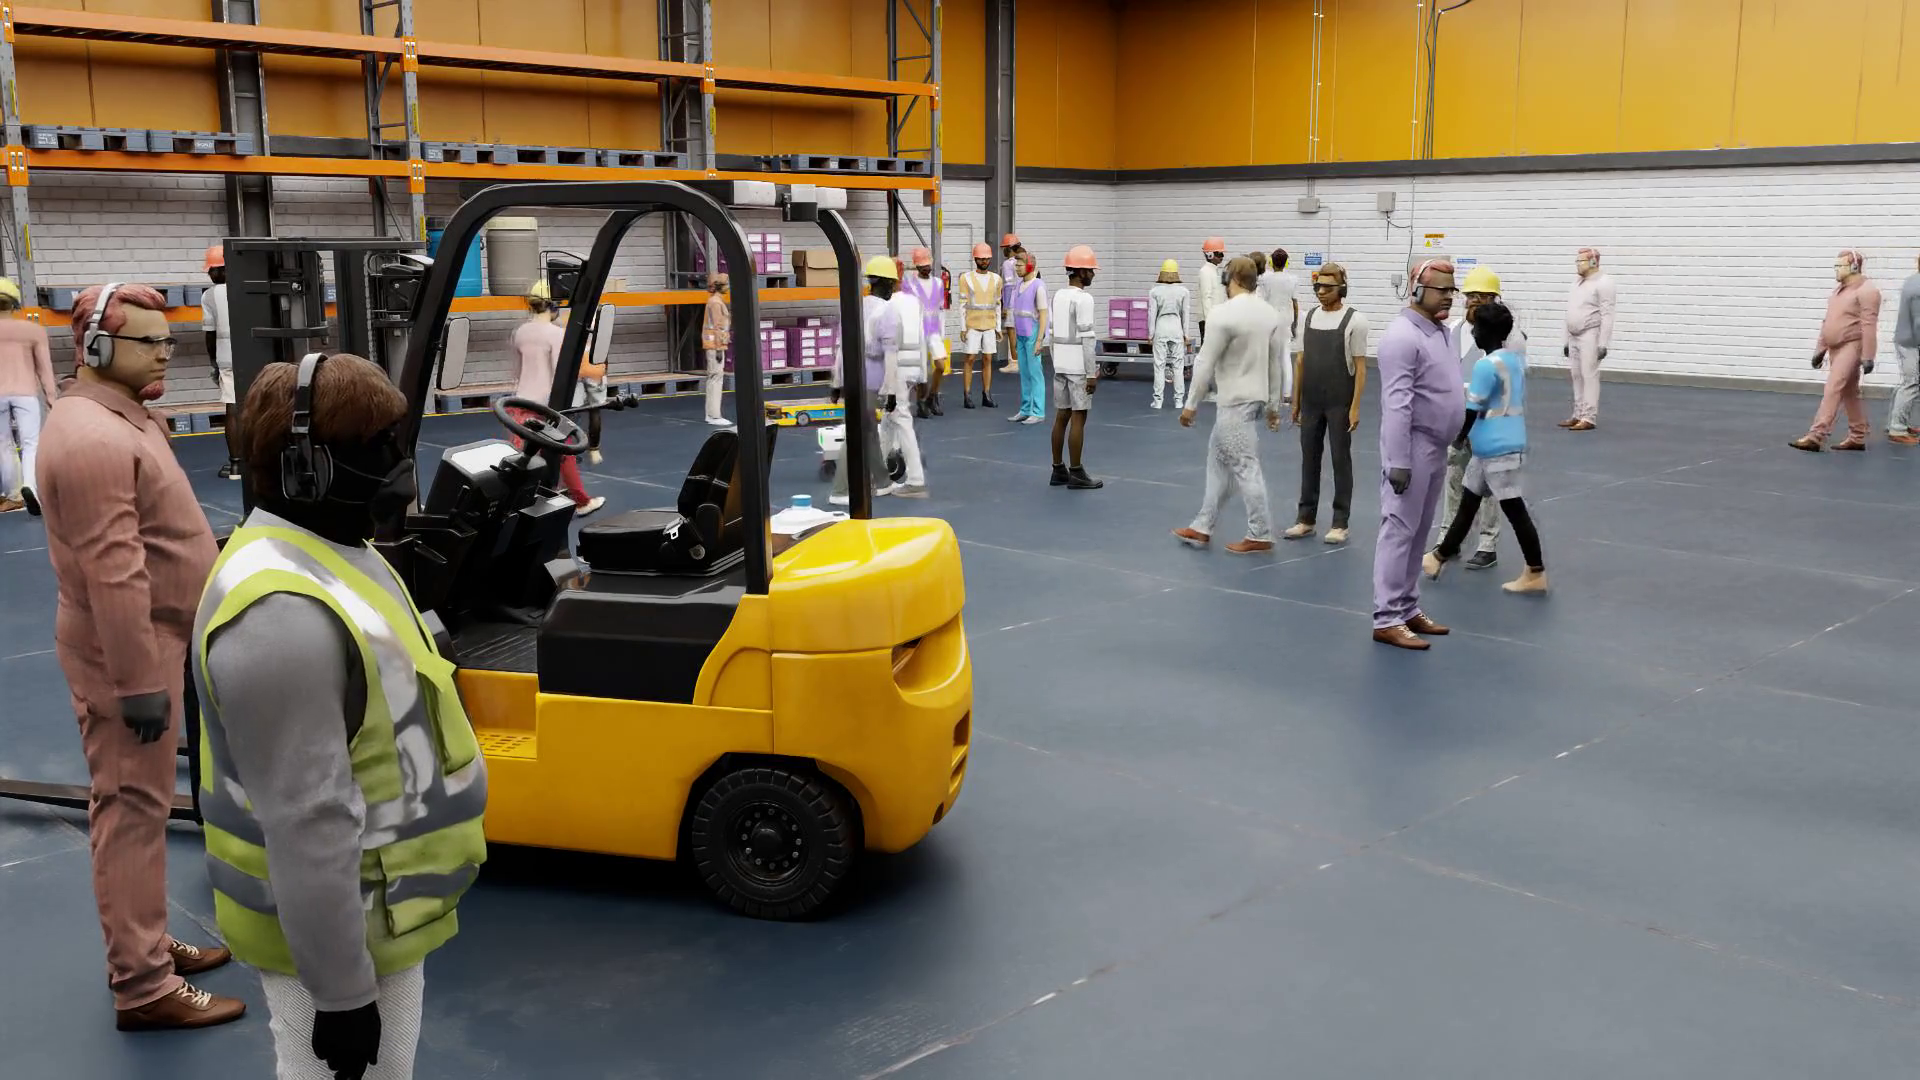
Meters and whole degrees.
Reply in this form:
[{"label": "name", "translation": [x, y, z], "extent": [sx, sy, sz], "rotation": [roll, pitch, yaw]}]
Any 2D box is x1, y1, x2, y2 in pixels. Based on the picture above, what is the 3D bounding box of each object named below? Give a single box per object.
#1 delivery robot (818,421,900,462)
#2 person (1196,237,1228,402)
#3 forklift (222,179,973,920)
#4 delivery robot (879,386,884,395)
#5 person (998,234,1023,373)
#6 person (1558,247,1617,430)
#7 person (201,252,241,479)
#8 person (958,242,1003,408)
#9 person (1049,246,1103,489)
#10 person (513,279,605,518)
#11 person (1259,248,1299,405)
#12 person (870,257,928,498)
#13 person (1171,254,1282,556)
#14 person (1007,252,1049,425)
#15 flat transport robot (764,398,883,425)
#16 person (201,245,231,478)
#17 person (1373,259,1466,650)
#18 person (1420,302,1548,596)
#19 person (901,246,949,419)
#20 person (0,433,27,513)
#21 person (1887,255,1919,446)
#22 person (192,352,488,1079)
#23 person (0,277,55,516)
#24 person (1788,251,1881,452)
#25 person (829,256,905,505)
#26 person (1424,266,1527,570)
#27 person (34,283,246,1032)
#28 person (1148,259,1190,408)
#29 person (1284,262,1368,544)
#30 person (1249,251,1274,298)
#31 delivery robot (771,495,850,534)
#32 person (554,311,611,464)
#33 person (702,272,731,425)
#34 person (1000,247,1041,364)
[{"label": "delivery robot", "translation": [-0.826, -0.823, 13.832], "extent": [0.707, 0.478, 0.477], "rotation": [-1, 10, -3]}, {"label": "person", "translation": [3.070, -2.692, 20.347], "extent": [0.378, 1.995, 0.612], "rotation": [3, 11, 15]}, {"label": "forklift", "translation": [-1.114, -0.058, 5.440], "extent": [2.313, 2.155, 1.214], "rotation": [2, 11, 13]}, {"label": "delivery robot", "translation": [-1.029, -1.858, 19.475], "extent": [0.707, 0.478, 0.477], "rotation": [1, 10, 4]}, {"label": "person", "translation": [0.749, -3.484, 24.534], "extent": [0.393, 2.041, 0.614], "rotation": [5, 12, 26]}, {"label": "person", "translation": [6.526, -2.099, 17.381], "extent": [0.403, 1.907, 0.653], "rotation": [-2, 11, -12]}, {"label": "person", "translation": [-5.934, -1.477, 13.799], "extent": [0.604, 1.966, 0.367], "rotation": [0, 10, 1]}, {"label": "person", "translation": [0.250, -2.514, 19.530], "extent": [0.542, 1.939, 0.364], "rotation": [-4, 11, -20]}, {"label": "person", "translation": [0.941, -1.378, 13.342], "extent": [0.373, 1.935, 0.552], "rotation": [-6, 12, -28]}, {"label": "person", "translation": [-2.904, -0.955, 11.632], "extent": [0.533, 1.706, 0.923], "rotation": [6, 12, 29]}, {"label": "person", "translation": [3.788, -2.543, 19.884], "extent": [0.521, 1.869, 0.328], "rotation": [0, 10, -2]}, {"label": "person", "translation": [-0.588, -1.264, 12.963], "extent": [0.892, 1.847, 0.613], "rotation": [6, 12, 31]}, {"label": "person", "translation": [1.697, -0.845, 10.588], "extent": [0.697, 1.913, 0.622], "rotation": [6, 12, 31]}, {"label": "person", "translation": [0.760, -2.162, 17.875], "extent": [0.374, 1.840, 0.569], "rotation": [-5, 11, -25]}, {"label": "flat transport robot", "translation": [-1.557, -1.405, 18.037], "extent": [1.431, 0.197, 0.652], "rotation": [-6, 12, -32]}, {"label": "person", "translation": [-6.112, -1.493, 13.961], "extent": [0.352, 1.940, 0.545], "rotation": [-3, 11, -16]}, {"label": "person", "translation": [2.292, -0.426, 8.244], "extent": [0.400, 1.905, 0.644], "rotation": [7, 12, 33]}, {"label": "person", "translation": [2.964, -0.520, 9.429], "extent": [0.882, 1.632, 0.529], "rotation": [6, 12, 29]}, {"label": "person", "translation": [-0.390, -2.271, 18.304], "extent": [0.554, 1.904, 0.463], "rotation": [-6, 12, -29]}, {"label": "person", "translation": [-7.084, -1.015, 12.190], "extent": [0.268, 1.632, 0.507], "rotation": [-7, 12, -33]}, {"label": "person", "translation": [9.255, -1.867, 16.109], "extent": [0.397, 1.906, 0.796], "rotation": [4, 11, 22]}, {"label": "person", "translation": [-0.983, 0.618, 2.718], "extent": [0.429, 1.842, 0.634], "rotation": [-3, 11, -16]}, {"label": "person", "translation": [-6.844, -1.030, 12.010], "extent": [0.537, 1.729, 0.826], "rotation": [-5, 11, -24]}, {"label": "person", "translation": [8.162, -1.750, 15.555], "extent": [0.913, 1.867, 0.677], "rotation": [0, 10, 2]}, {"label": "person", "translation": [-0.686, -1.207, 12.652], "extent": [0.838, 1.865, 0.608], "rotation": [-8, 13, -37]}, {"label": "person", "translation": [3.127, -0.743, 10.150], "extent": [0.404, 1.836, 0.597], "rotation": [-8, 13, -36]}, {"label": "person", "translation": [-2.109, 0.298, 4.298], "extent": [0.401, 1.904, 0.640], "rotation": [-5, 11, -25]}, {"label": "person", "translation": [2.439, -2.414, 19.518], "extent": [0.493, 1.743, 0.299], "rotation": [-1, 10, -3]}, {"label": "person", "translation": [2.421, -0.900, 10.988], "extent": [0.507, 1.844, 0.341], "rotation": [8, 13, 39]}, {"label": "person", "translation": [3.723, -2.673, 20.708], "extent": [0.477, 1.842, 0.644], "rotation": [-9, 14, -40]}, {"label": "delivery robot", "translation": [-0.891, -0.011, 9.402], "extent": [0.707, 0.478, 0.477], "rotation": [-9, 14, -41]}, {"label": "person", "translation": [-3.320, -1.443, 14.501], "extent": [0.537, 1.656, 0.764], "rotation": [0, 10, 1]}, {"label": "person", "translation": [-2.595, -2.037, 17.787], "extent": [0.324, 1.628, 0.516], "rotation": [-2, 11, -12]}, {"label": "person", "translation": [0.906, -3.490, 25.119], "extent": [0.625, 1.843, 0.430], "rotation": [0, 10, -1]}]
